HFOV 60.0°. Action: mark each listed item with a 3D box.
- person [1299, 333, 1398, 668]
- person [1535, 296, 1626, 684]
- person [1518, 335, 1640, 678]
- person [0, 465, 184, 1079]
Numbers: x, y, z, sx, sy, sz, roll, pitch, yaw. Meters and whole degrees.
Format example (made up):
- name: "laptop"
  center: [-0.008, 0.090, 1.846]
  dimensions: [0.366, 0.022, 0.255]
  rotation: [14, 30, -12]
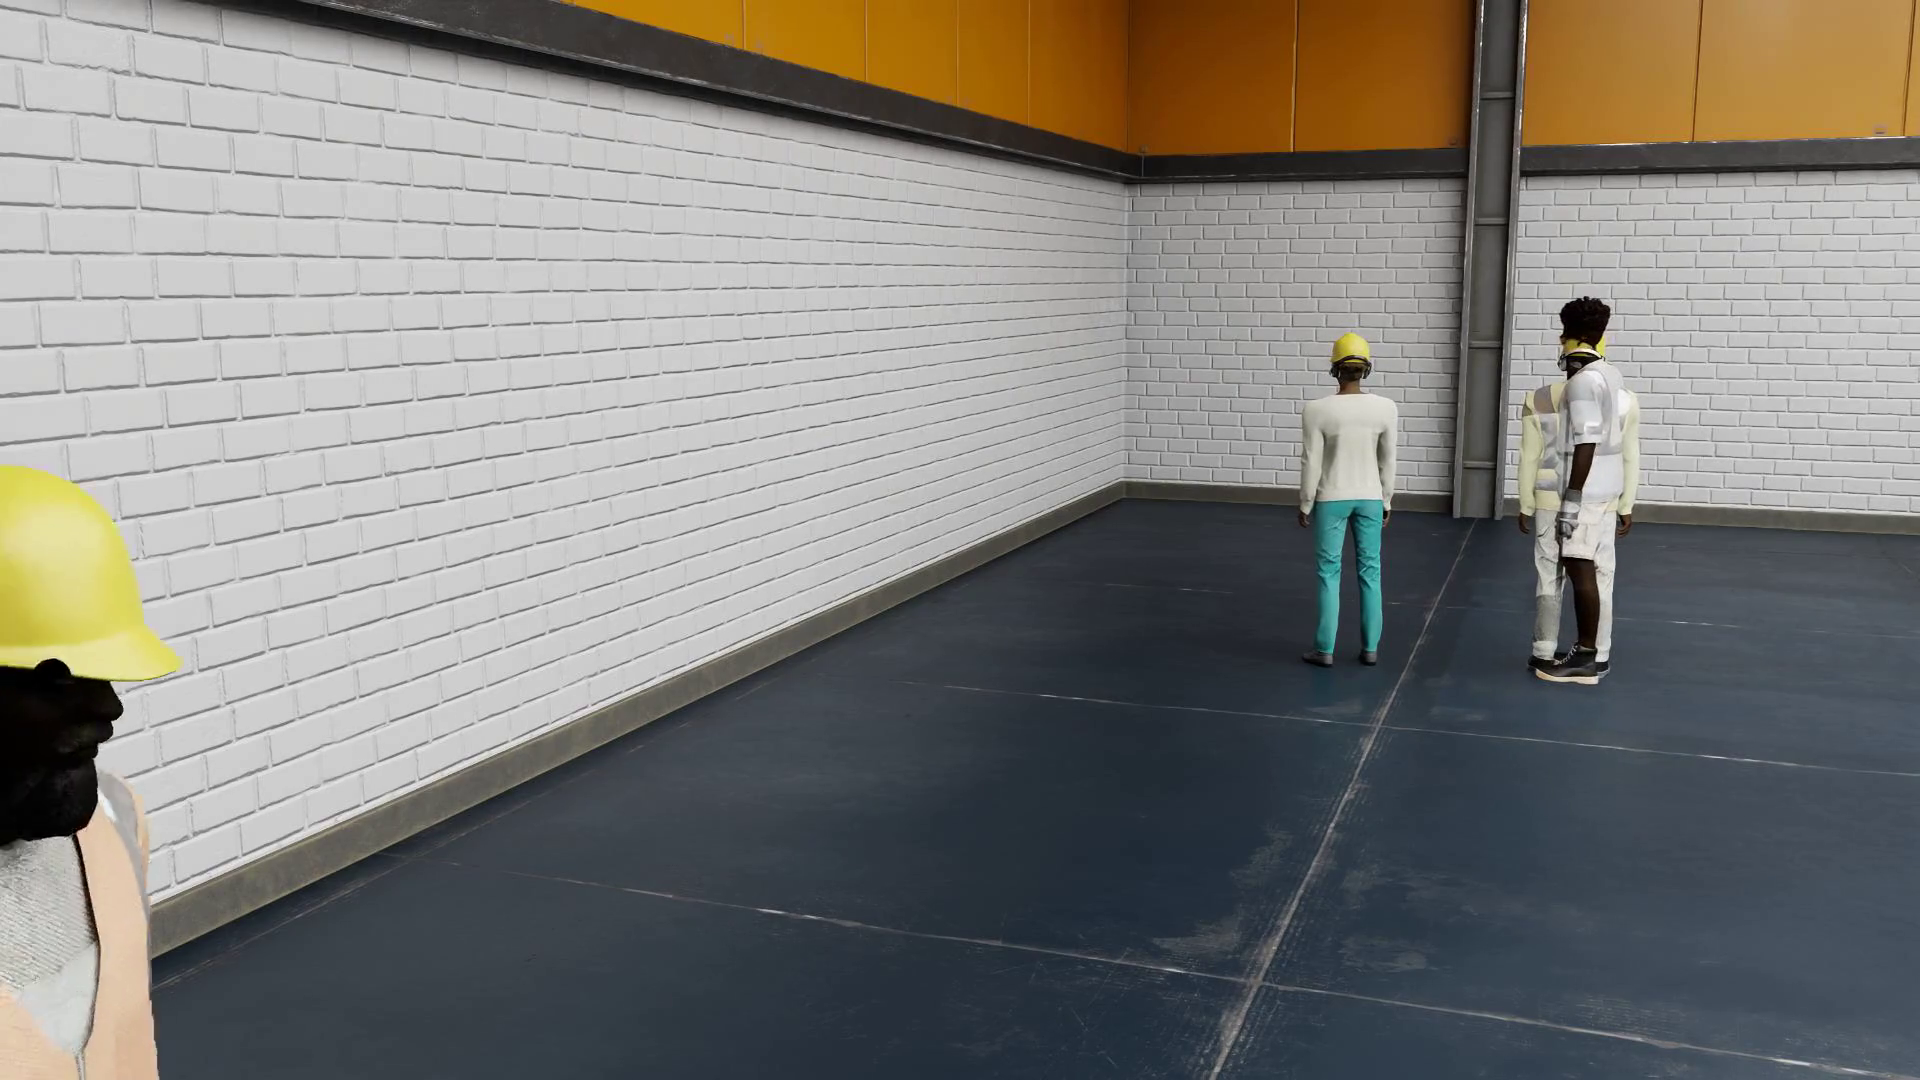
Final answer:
- name: "person"
  center: [2.038, -0.201, 8.784]
  dimensions: [0.522, 1.769, 0.311]
  rotation: [-1, 9, -7]
- name: "person"
  center: [3.180, -0.253, 8.479]
  dimensions: [0.365, 1.963, 0.610]
  rotation: [6, 11, 34]
- name: "person"
  center: [3.168, -0.199, 8.556]
  dimensions: [0.586, 1.833, 0.403]
  rotation: [2, 9, 13]
- name: "person"
  center: [-1.068, 0.862, 1.695]
  dimensions: [0.649, 1.900, 0.621]
  rotation: [1, 9, 9]
